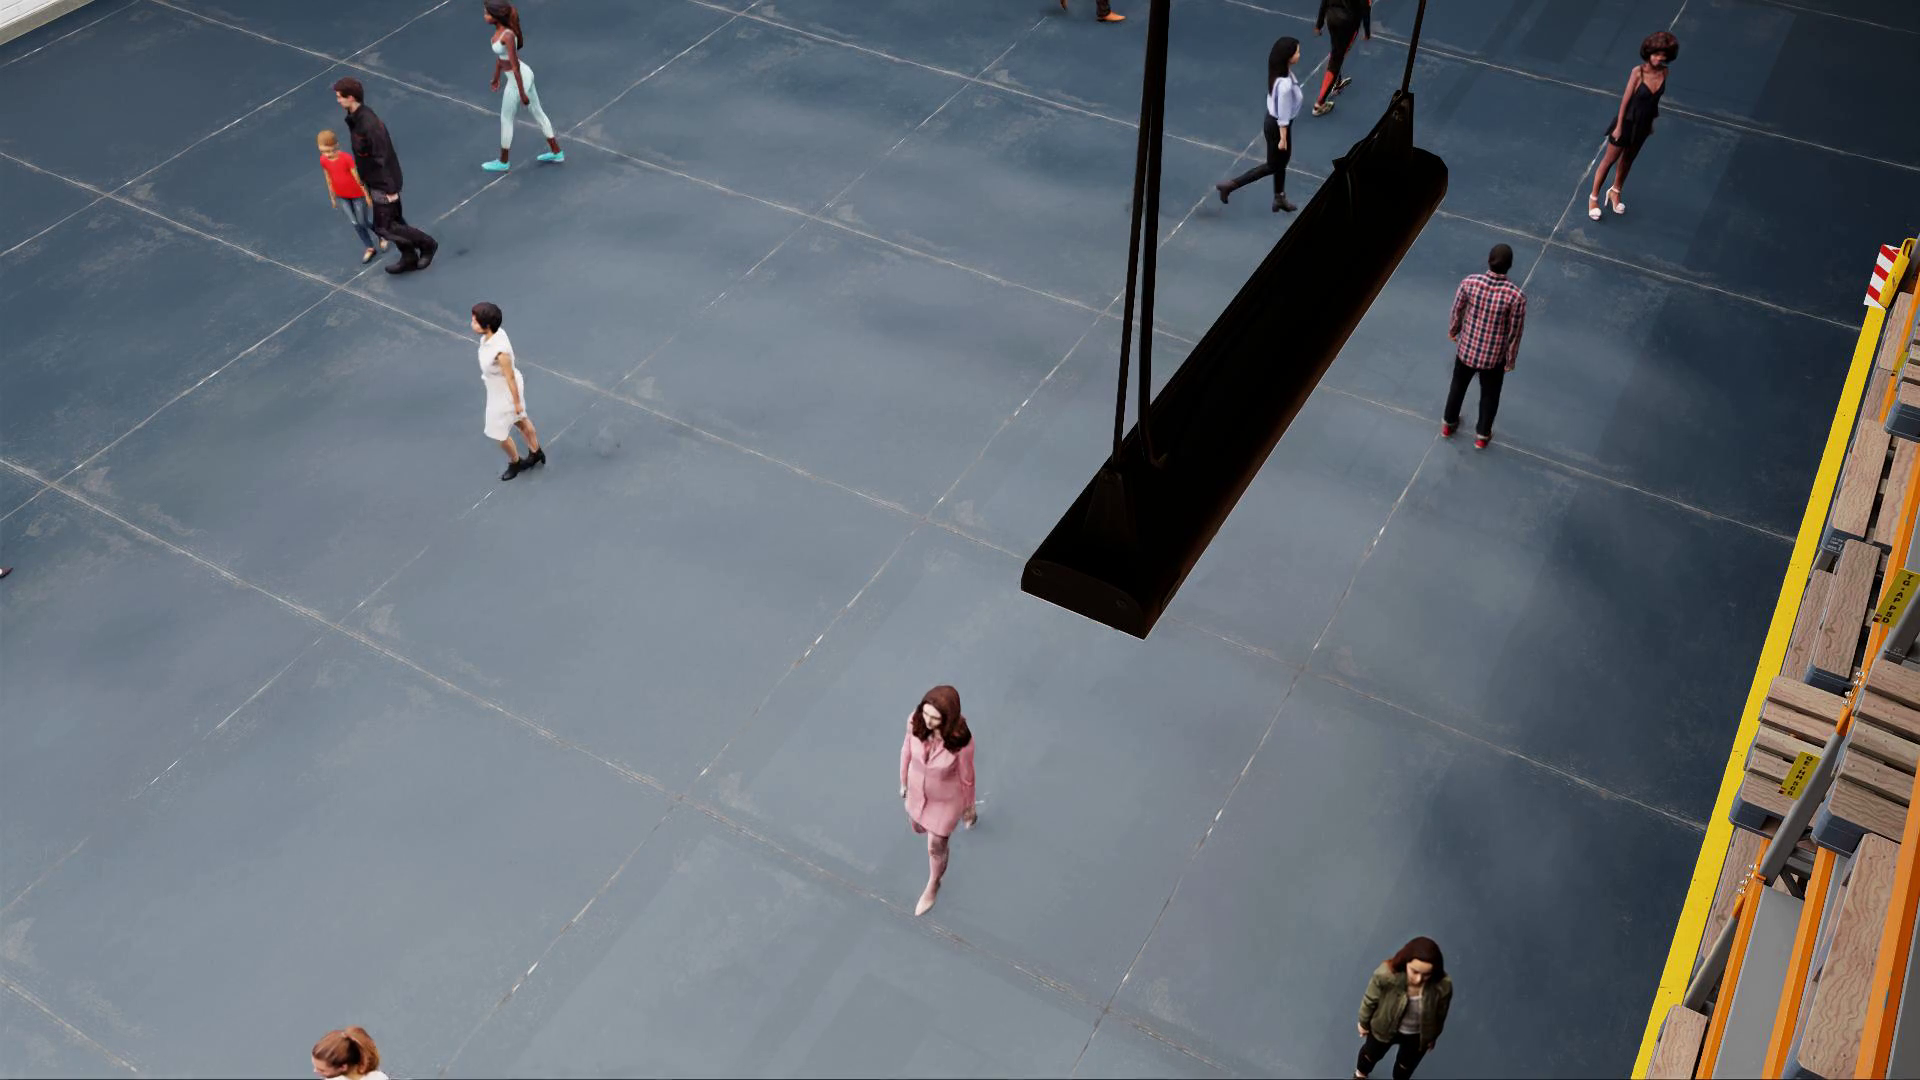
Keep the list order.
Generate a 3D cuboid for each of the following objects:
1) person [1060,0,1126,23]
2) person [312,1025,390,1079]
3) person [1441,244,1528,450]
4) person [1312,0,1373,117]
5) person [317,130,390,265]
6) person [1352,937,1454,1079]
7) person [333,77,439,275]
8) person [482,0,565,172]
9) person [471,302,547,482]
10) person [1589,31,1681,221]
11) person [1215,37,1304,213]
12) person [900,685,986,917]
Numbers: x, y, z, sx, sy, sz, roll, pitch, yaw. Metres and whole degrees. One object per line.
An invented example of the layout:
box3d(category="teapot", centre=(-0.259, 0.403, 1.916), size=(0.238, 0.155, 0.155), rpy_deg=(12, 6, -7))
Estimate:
box3d(category="person", centre=(1.387, -6.375, 17.621), size=(1.031, 1.787, 1.095), rpy_deg=(4, 44, 4))
box3d(category="person", centre=(-2.727, 2.810, 8.035), size=(0.690, 1.711, 0.686), rpy_deg=(-34, 53, -31))
box3d(category="person", centre=(3.892, -1.430, 12.455), size=(0.746, 1.753, 0.656), rpy_deg=(27, 50, 25))
box3d(category="person", centre=(3.656, -4.978, 16.161), size=(1.071, 1.778, 0.842), rpy_deg=(-33, 53, -30))
box3d(category="person", centre=(-5.269, -3.037, 14.479), size=(0.599, 1.288, 0.681), rpy_deg=(6, 44, 6))
box3d(category="person", centre=(2.268, 2.488, 8.544), size=(0.629, 1.475, 0.602), rpy_deg=(8, 44, 9))
box3d(category="person", centre=(-4.830, -3.096, 14.157), size=(0.907, 1.818, 0.880), rpy_deg=(-25, 49, -24))
box3d(category="person", centre=(-4.015, -4.241, 15.448), size=(1.018, 1.694, 0.978), rpy_deg=(-8, 44, -9))
box3d(category="person", centre=(-3.274, -1.115, 12.278), size=(0.782, 1.540, 0.728), rpy_deg=(-16, 46, -16))
box3d(category="person", centre=(5.986, -3.692, 14.805), size=(0.672, 1.787, 0.737), rpy_deg=(-12, 45, -13))
box3d(category="person", centre=(2.732, -3.650, 14.807), size=(1.017, 1.723, 1.070), rpy_deg=(0, 44, 0))
box3d(category="person", centre=(-0.086, 1.391, 9.471), size=(0.665, 1.784, 0.969), rpy_deg=(25, 49, 24))
